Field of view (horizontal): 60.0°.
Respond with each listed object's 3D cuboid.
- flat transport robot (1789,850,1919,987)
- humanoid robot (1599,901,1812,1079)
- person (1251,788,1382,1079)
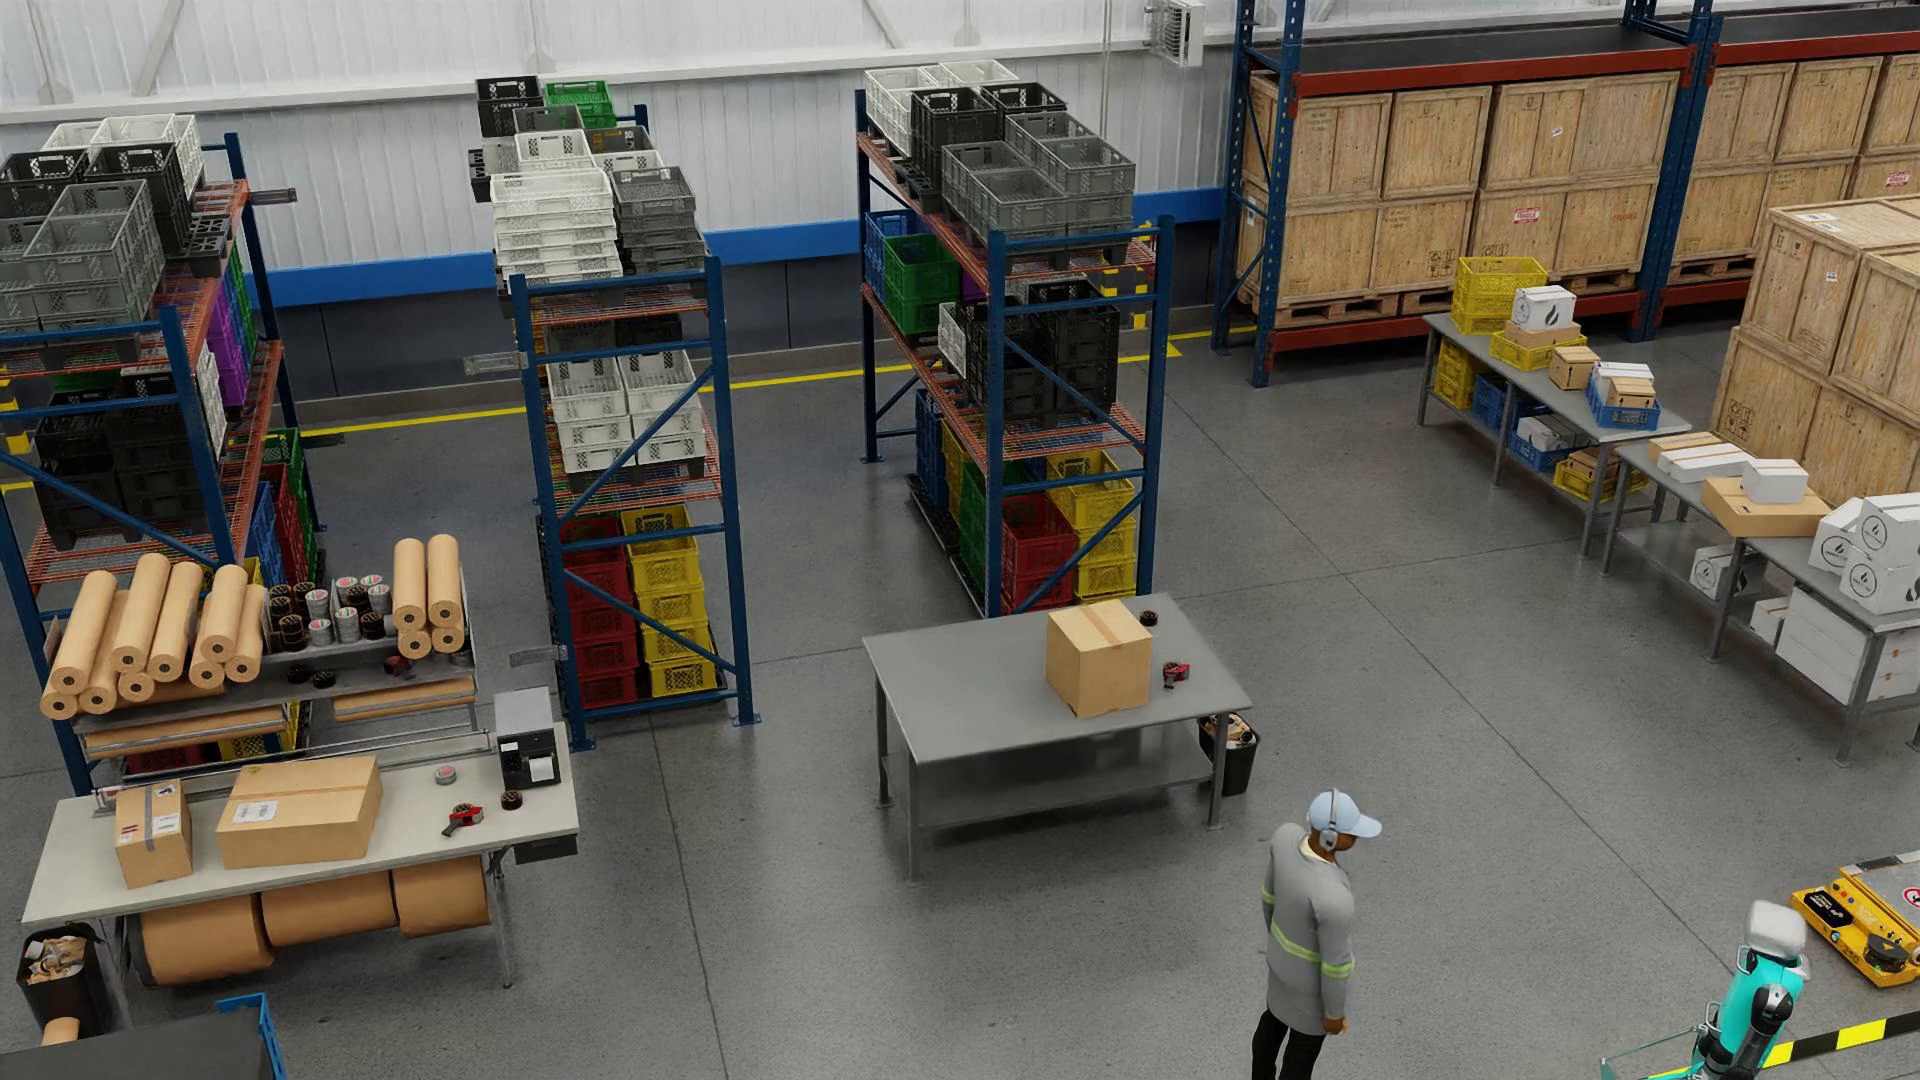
[{"bbox_3d":[5.163,1.916,8.676,1.431,0.231,0.659,-8,30,-14],"label":"flat transport robot"},{"bbox_3d":[2.859,2.100,6.678,0.735,1.675,0.533,13,31,22],"label":"humanoid robot"},{"bbox_3d":[1.516,1.836,7.178,0.387,1.849,0.596,-9,30,-15],"label":"person"}]
